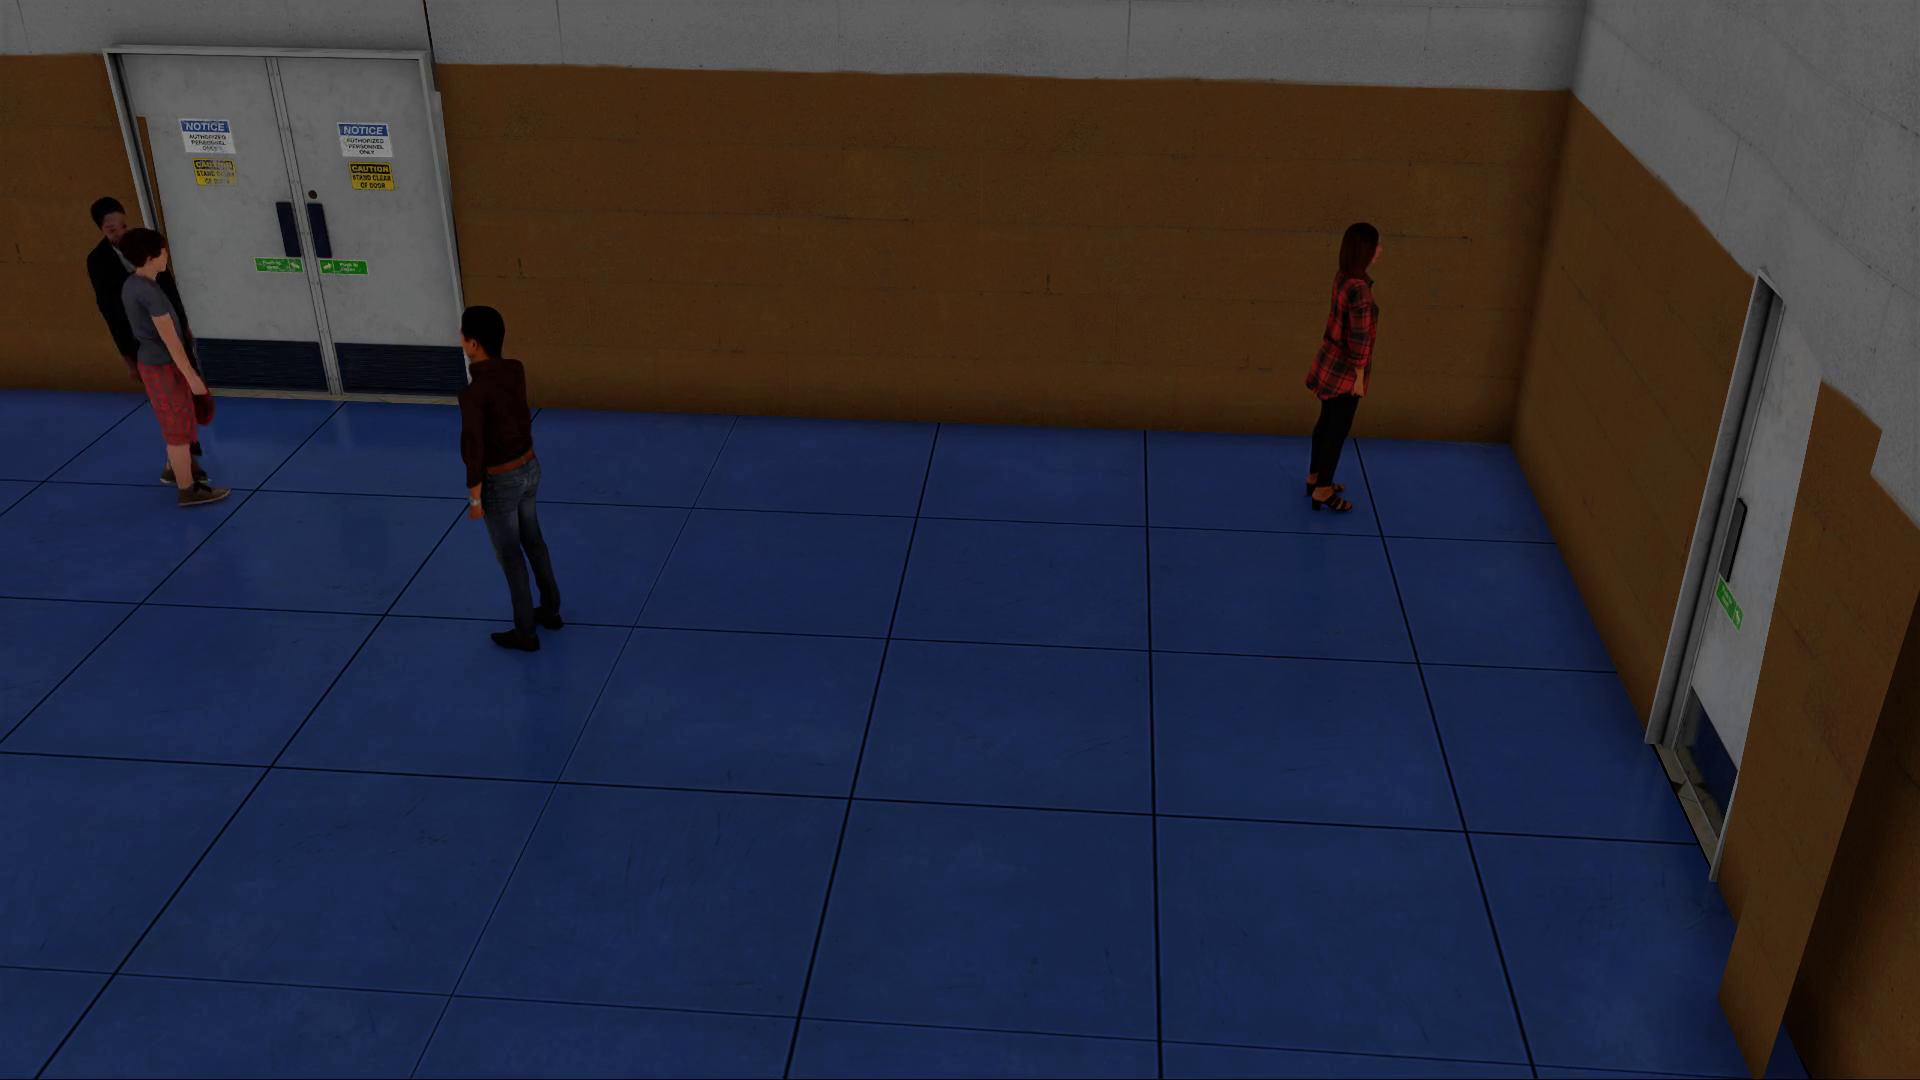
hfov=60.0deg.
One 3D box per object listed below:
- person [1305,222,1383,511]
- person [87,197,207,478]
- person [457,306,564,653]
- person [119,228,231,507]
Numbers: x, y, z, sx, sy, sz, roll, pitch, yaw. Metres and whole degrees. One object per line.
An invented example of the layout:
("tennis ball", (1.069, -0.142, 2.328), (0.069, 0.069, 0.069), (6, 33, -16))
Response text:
("person", (2.173, -0.982, 9.454), (0.711, 1.702, 0.539), (-2, 29, -5))
("person", (-4.719, -1.150, 9.652), (0.911, 1.807, 0.852), (19, 34, 31))
("person", (-2.194, -0.294, 8.116), (0.750, 1.777, 0.539), (10, 30, 17))
("person", (-4.581, -0.939, 9.426), (0.784, 1.640, 0.709), (-14, 32, -25))
